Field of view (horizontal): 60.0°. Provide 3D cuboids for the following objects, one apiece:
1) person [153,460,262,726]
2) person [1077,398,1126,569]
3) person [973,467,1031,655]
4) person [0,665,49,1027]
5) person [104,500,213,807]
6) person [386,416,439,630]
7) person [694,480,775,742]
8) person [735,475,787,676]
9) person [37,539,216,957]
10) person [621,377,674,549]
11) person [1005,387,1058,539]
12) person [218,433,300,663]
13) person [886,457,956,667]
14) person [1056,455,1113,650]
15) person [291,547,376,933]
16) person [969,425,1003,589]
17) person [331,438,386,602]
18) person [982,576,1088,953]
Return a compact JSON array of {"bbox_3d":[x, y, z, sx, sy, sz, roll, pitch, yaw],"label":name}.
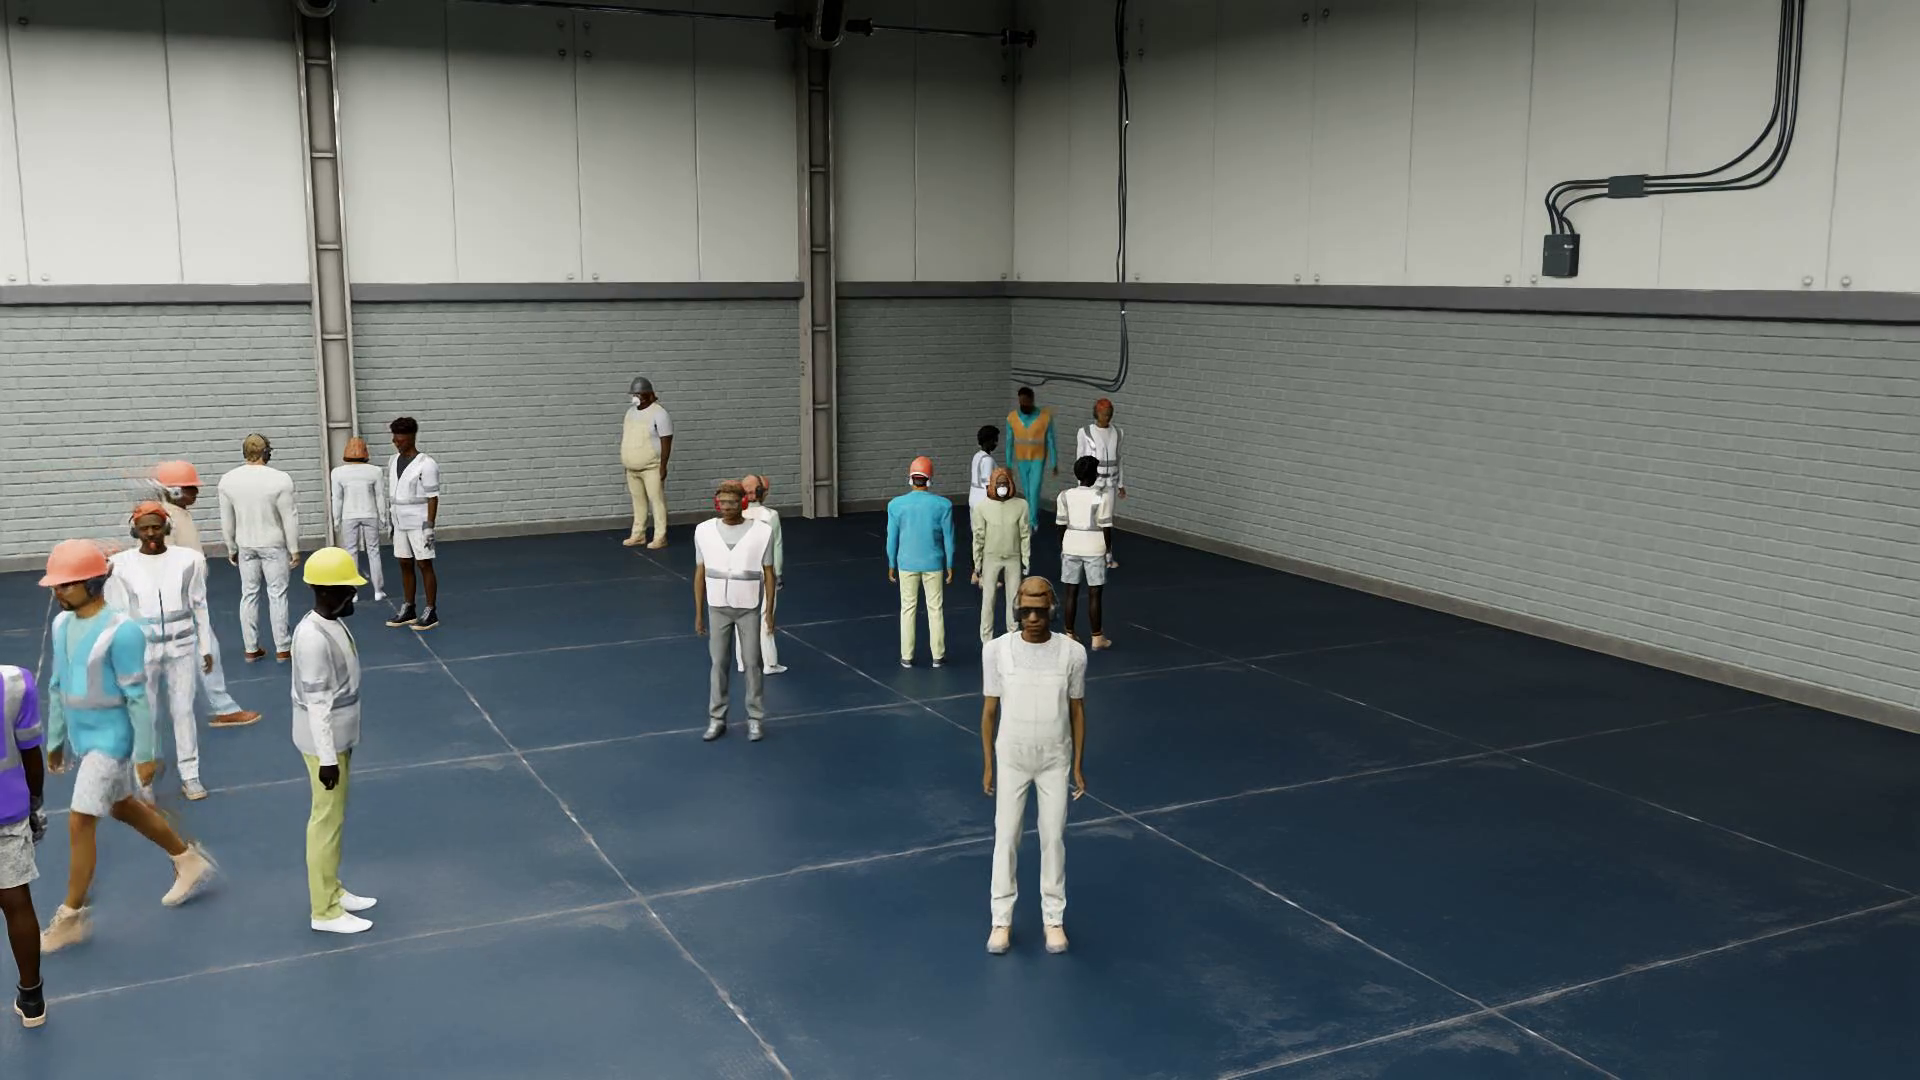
[{"bbox_3d":[-5.614,0.398,11.853,0.983,1.960,0.619,-3,10,-17],"label":"person"},{"bbox_3d":[1.553,-0.617,18.315,0.574,1.883,0.355,-4,10,-23],"label":"person"},{"bbox_3d":[0.354,0.188,14.155,0.499,1.627,0.279,-2,9,-11],"label":"person"},{"bbox_3d":[-4.204,1.169,7.069,0.368,1.962,0.603,9,13,43],"label":"person"},{"bbox_3d":[-4.920,0.693,10.239,0.587,1.882,0.341,-6,11,-33],"label":"person"},{"bbox_3d":[-5.029,-0.159,15.245,0.603,1.964,0.367,5,11,30],"label":"person"},{"bbox_3d":[-1.571,0.487,11.628,0.570,1.843,0.372,1,9,3],"label":"person"},{"bbox_3d":[-1.657,0.286,13.505,0.512,1.638,0.310,4,10,24],"label":"person"},{"bbox_3d":[-4.218,0.965,8.259,0.632,2.000,1.029,6,11,34],"label":"person"},{"bbox_3d":[-3.746,-0.915,19.666,0.684,2.000,0.535,6,11,35],"label":"person"},{"bbox_3d":[0.896,-0.969,20.593,0.643,1.868,1.024,3,10,20],"label":"person"},{"bbox_3d":[-5.829,0.069,13.912,0.635,1.938,0.361,0,9,2],"label":"person"},{"bbox_3d":[-0.321,0.181,13.792,0.572,1.749,0.341,0,9,0],"label":"person"},{"bbox_3d":[1.088,0.109,14.418,0.529,1.694,0.321,6,11,31],"label":"person"},{"bbox_3d":[-3.118,0.985,8.306,0.386,1.926,0.591,-2,9,-14],"label":"person"},{"bbox_3d":[0.261,-0.347,17.237,0.322,1.692,0.530,-2,9,-13],"label":"person"},{"bbox_3d":[-5.956,-0.198,16.502,0.507,1.631,0.266,-4,10,-22],"label":"person"},{"bbox_3d":[0.359,1.076,8.002,0.505,1.846,0.347,0,9,1],"label":"person"}]
